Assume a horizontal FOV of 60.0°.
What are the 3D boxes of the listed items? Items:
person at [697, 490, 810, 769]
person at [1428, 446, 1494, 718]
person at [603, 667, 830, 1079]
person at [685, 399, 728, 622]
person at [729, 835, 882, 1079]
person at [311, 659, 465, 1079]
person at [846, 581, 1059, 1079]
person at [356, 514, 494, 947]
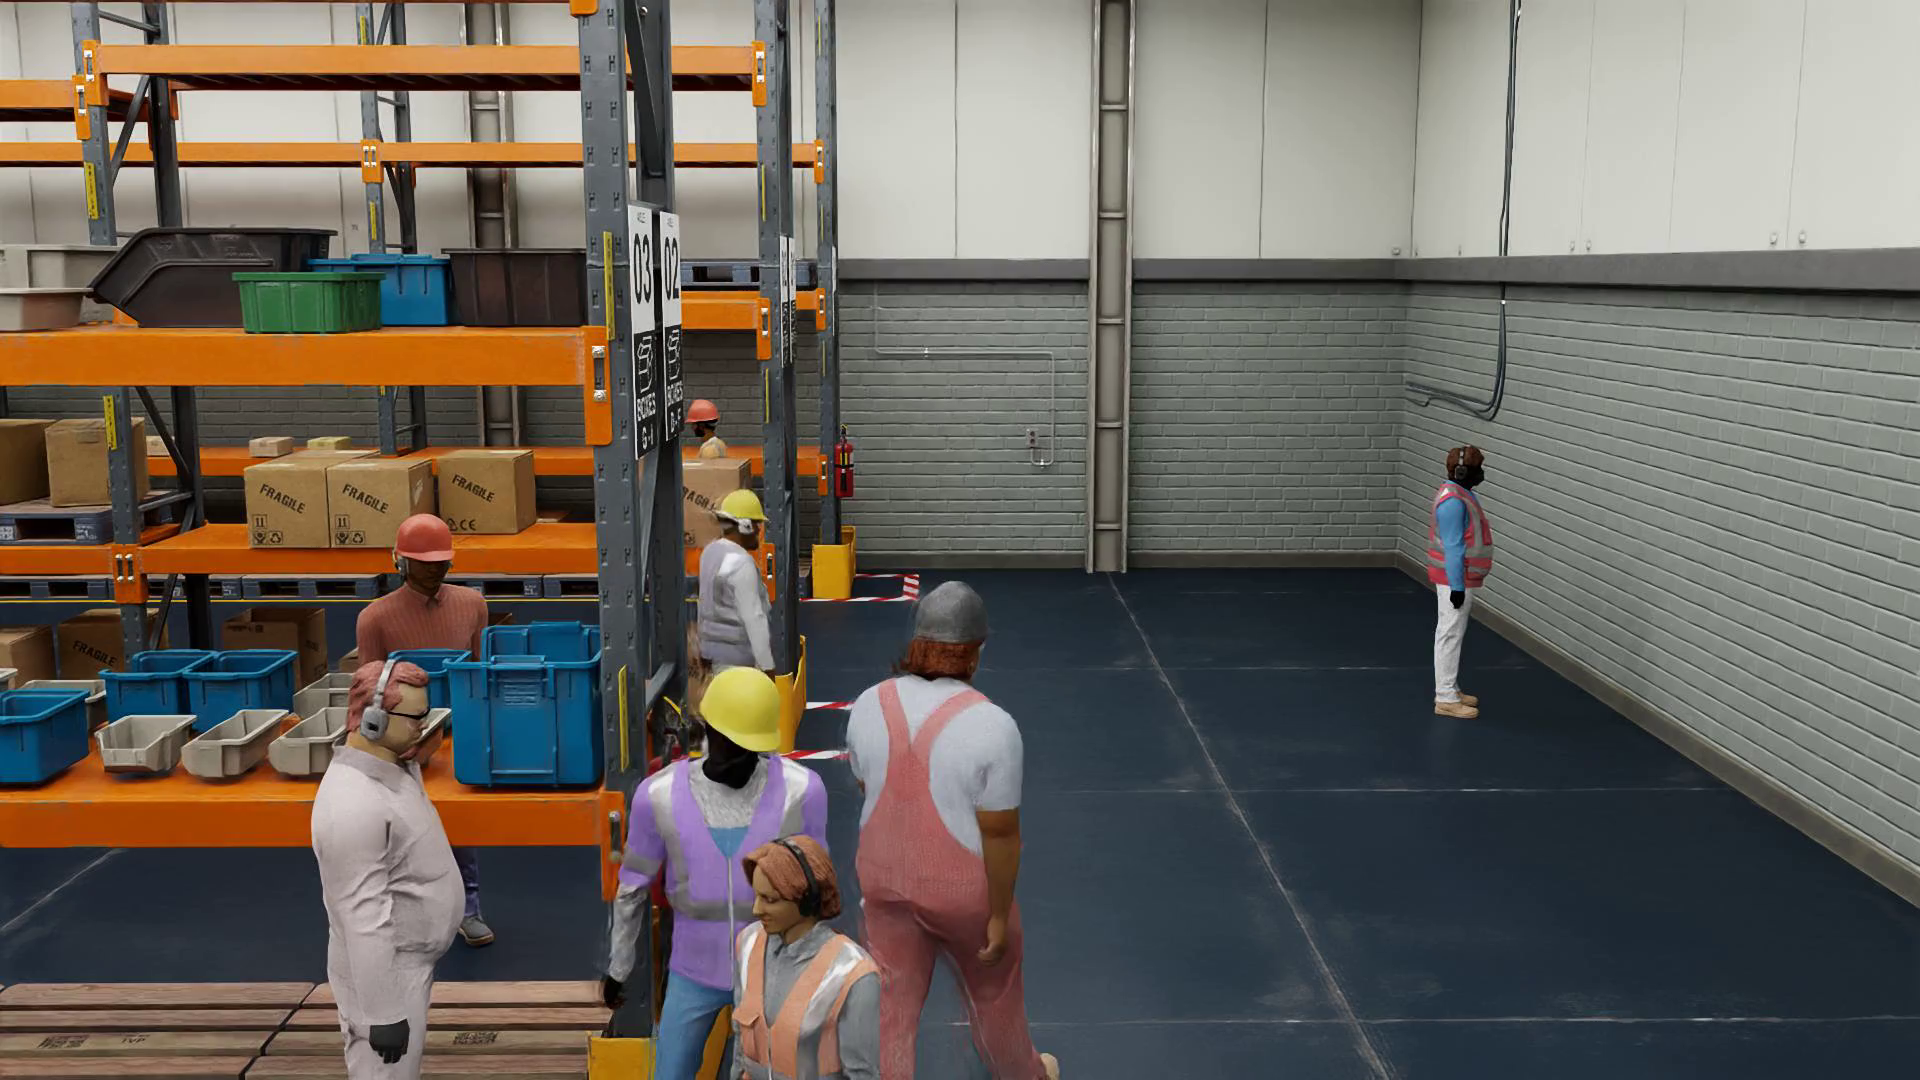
[{"bbox_3d":[-1.162,0.614,9.418,0.857,1.786,0.629,-4,10,-25],"label":"person"},{"bbox_3d":[3.412,0.274,11.356,0.429,1.844,0.626,3,10,18],"label":"person"},{"bbox_3d":[-0.764,1.288,5.044,0.820,1.886,0.452,-1,9,-4],"label":"person"},{"bbox_3d":[-2.133,-0.228,14.148,0.376,1.934,0.547,-1,9,-4],"label":"person"},{"bbox_3d":[-0.388,1.538,4.260,0.524,1.630,0.313,8,12,41],"label":"person"},{"bbox_3d":[-1.677,1.288,4.958,0.407,1.902,0.639,-3,10,-15],"label":"person"},{"bbox_3d":[0.000,1.099,5.689,0.691,2.000,0.974,5,11,29],"label":"person"},{"bbox_3d":[-2.324,0.863,7.326,0.608,1.987,0.406,-9,13,-42],"label":"person"}]
